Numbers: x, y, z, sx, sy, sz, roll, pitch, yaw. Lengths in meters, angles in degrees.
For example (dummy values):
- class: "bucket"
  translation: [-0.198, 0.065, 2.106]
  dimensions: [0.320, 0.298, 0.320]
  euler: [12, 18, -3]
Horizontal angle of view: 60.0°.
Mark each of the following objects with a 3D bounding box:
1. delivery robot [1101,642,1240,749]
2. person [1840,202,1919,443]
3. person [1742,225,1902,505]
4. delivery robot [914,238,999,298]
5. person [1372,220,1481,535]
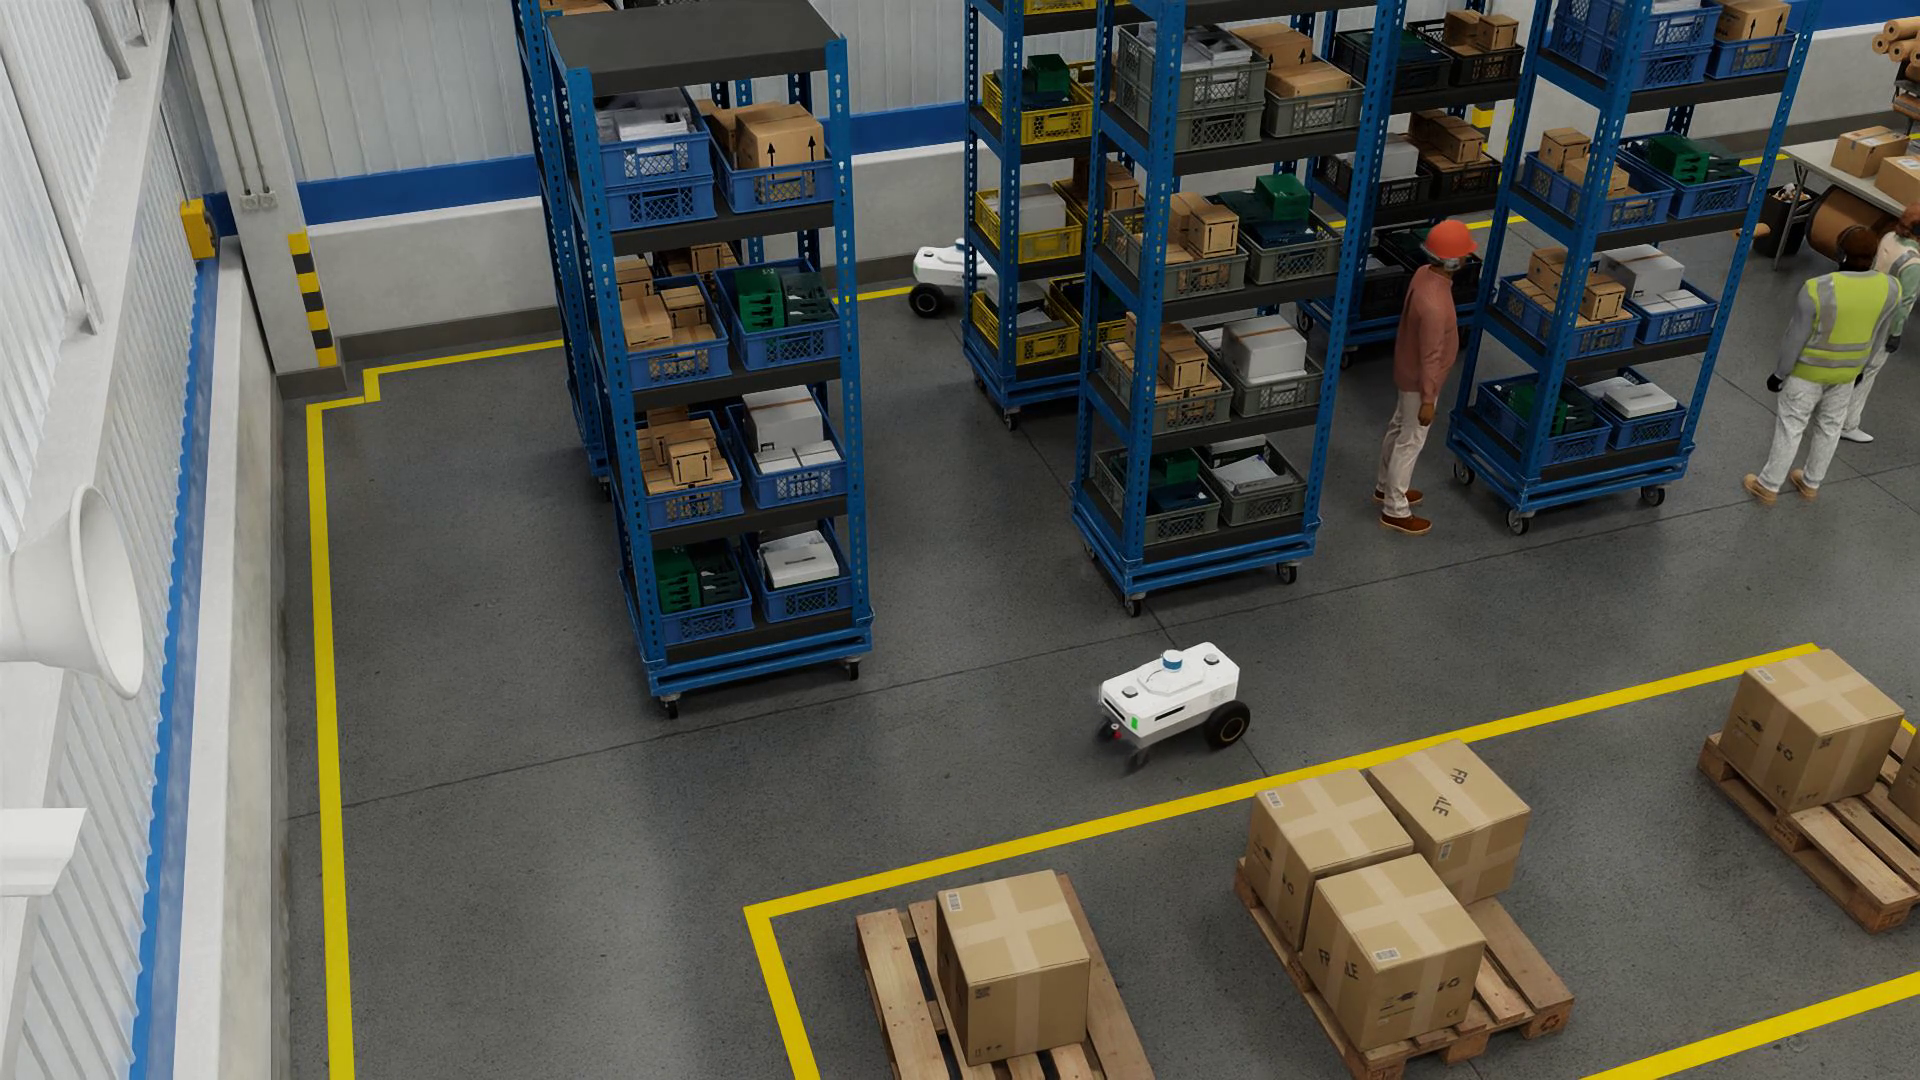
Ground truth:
- class: "delivery robot"
  translation: [1.083, 0.784, 8.598]
  dimensions: [0.707, 0.478, 0.477]
  euler: [-18, 39, -24]
- class: "person"
  translation: [6.025, -1.435, 10.887]
  dimensions: [0.310, 1.636, 0.523]
  euler: [2, 35, 4]
- class: "person"
  translation: [5.259, -1.050, 10.175]
  dimensions: [0.624, 1.837, 0.430]
  euler: [-2, 35, -3]
- class: "delivery robot"
  translation: [0.018, -2.050, 12.615]
  dimensions: [0.707, 0.478, 0.477]
  euler: [6, 36, 8]
- class: "person"
  translation: [2.769, -0.975, 9.928]
  dimensions: [0.385, 1.993, 0.623]
  euler: [3, 35, 5]
